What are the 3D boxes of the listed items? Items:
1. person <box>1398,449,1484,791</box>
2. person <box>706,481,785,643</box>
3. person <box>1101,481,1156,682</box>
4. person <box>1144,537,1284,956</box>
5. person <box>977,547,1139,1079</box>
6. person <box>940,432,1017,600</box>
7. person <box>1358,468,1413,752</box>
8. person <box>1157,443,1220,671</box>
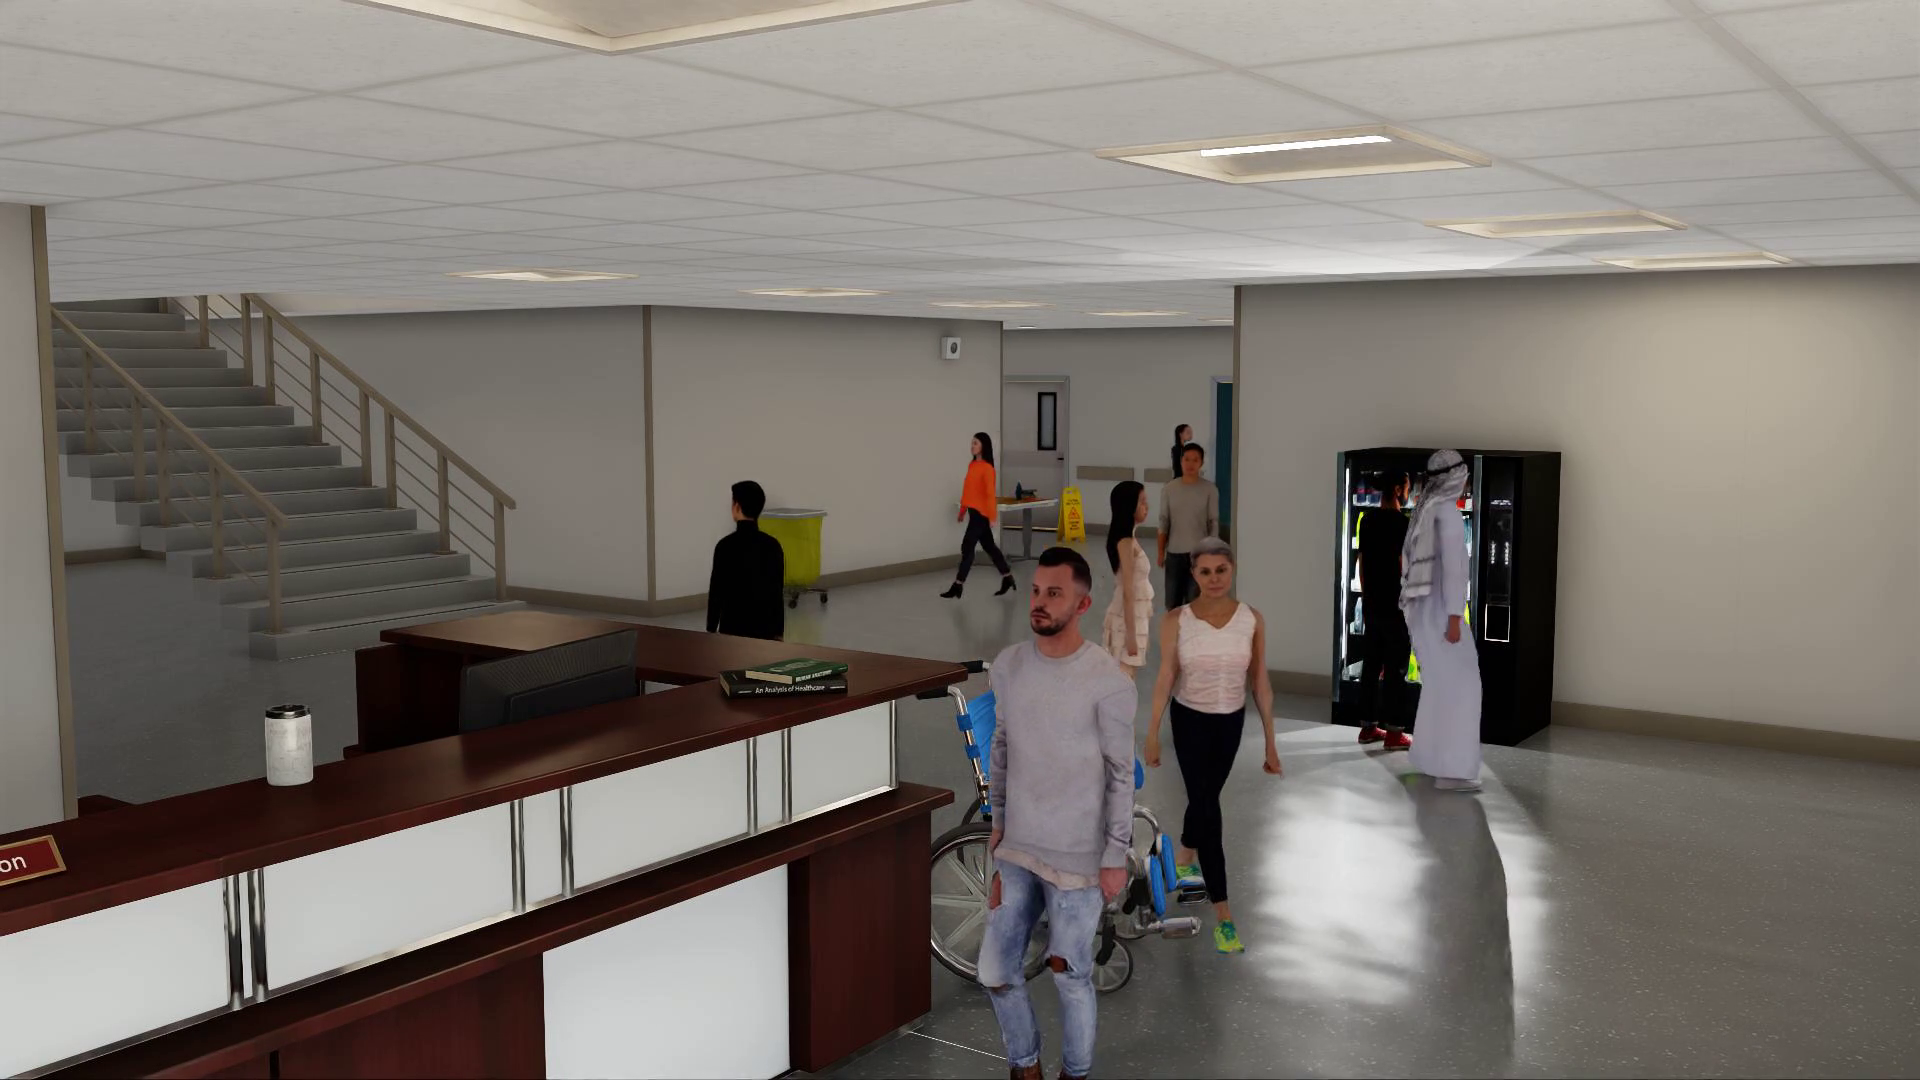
[{"bbox_3d":[2.713,0.442,9.577,0.946,1.897,0.942,1,6,7],"label":"person"},{"bbox_3d":[-1.217,0.523,9.712,1.033,1.710,0.683,5,7,38],"label":"person"},{"bbox_3d":[0.950,0.523,9.590,0.686,1.734,0.662,0,6,3],"label":"person"},{"bbox_3d":[1.017,0.832,6.971,1.194,1.644,1.283,-2,6,-16],"label":"person"},{"bbox_3d":[0.334,0.925,5.143,0.553,1.825,0.764,4,7,35],"label":"person"},{"bbox_3d":[0.288,-0.220,17.147,1.099,1.701,1.133,-2,6,-20],"label":"person"},{"bbox_3d":[2.694,0.425,10.463,0.772,1.755,0.649,-3,6,-27],"label":"person"},{"bbox_3d":[1.843,0.127,13.237,0.795,1.792,0.820,2,6,22],"label":"person"}]
